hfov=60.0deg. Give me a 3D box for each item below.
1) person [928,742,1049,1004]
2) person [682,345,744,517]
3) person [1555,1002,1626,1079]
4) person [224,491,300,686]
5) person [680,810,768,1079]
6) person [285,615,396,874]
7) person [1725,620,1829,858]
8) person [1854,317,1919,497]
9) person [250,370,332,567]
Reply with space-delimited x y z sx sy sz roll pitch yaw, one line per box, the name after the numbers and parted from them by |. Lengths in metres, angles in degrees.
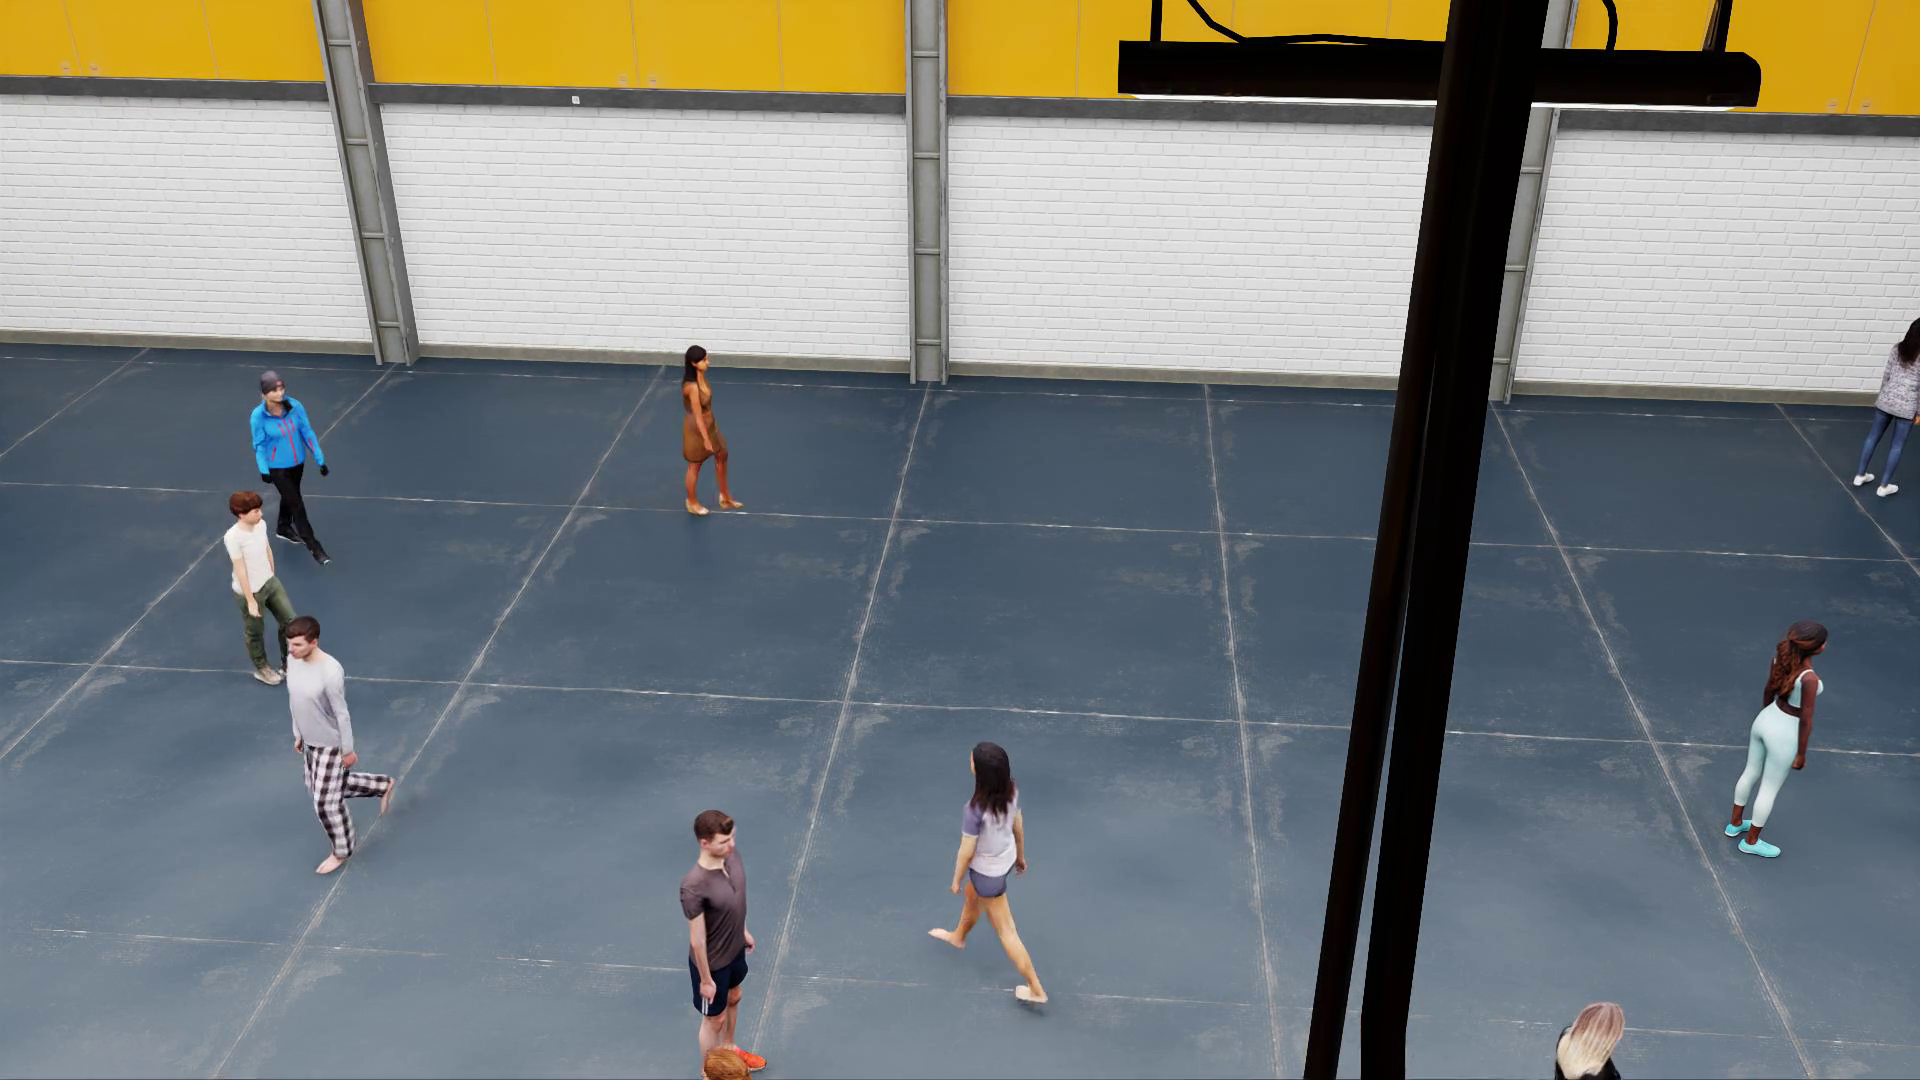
0.248 1.957 9.632 1.232 1.682 1.017 20 34 32 | person
-2.425 -0.967 15.005 0.726 1.671 0.606 3 29 6 | person
2.804 2.887 7.975 1.223 1.637 0.821 -4 29 -8 | person
-5.387 0.366 12.598 0.831 1.635 0.728 14 32 25 | person
-1.303 2.218 8.971 0.645 1.858 0.708 10 30 18 | person
-4.049 1.250 10.779 1.019 1.825 0.987 18 34 30 | person
5.332 1.272 10.842 0.613 1.725 0.623 -5 29 -10 | person
8.735 -1.267 15.492 0.718 1.731 0.681 -18 33 -29 | person
-5.846 -0.648 14.339 1.234 1.748 1.105 23 36 36 | person
